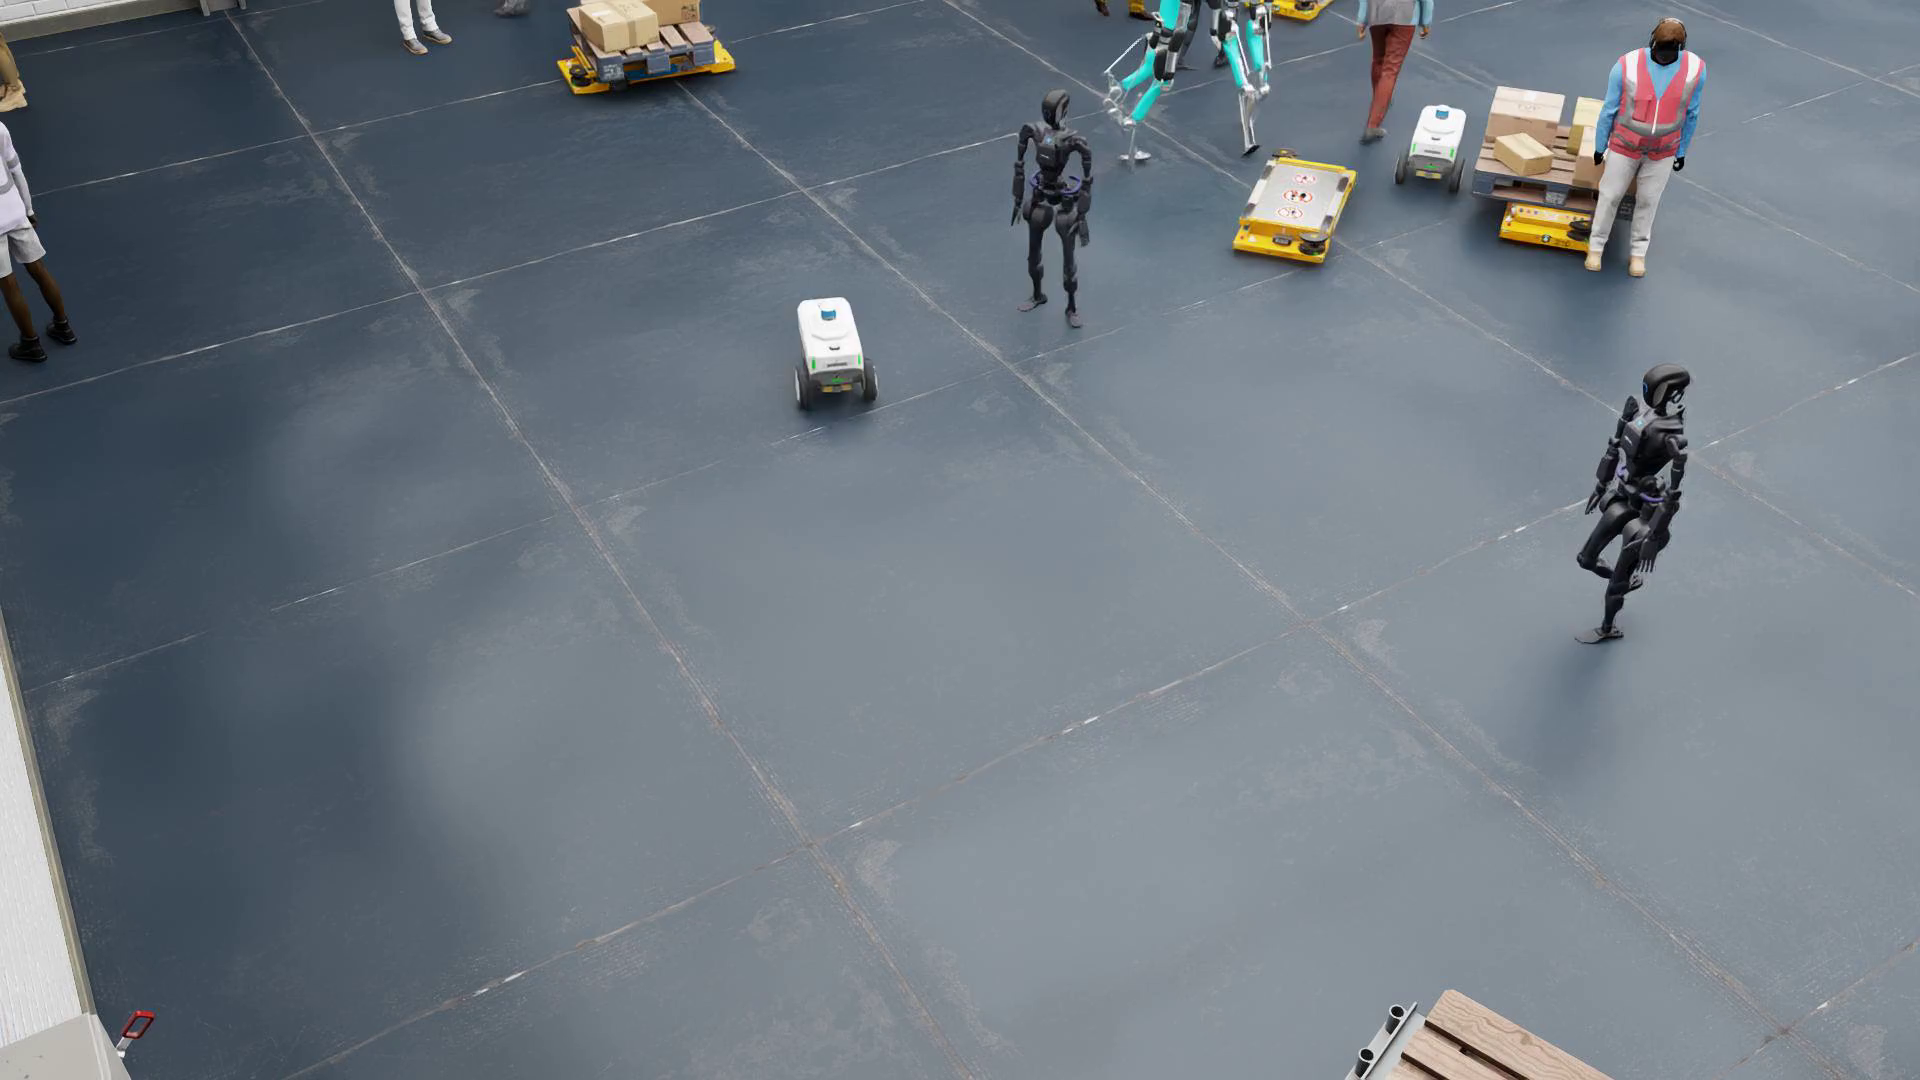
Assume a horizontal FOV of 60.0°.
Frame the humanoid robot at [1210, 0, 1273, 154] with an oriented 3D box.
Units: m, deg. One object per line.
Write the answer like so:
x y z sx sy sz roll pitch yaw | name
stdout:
2.282 -3.930 13.140 0.559 1.865 0.837 -8 39 -10 | humanoid robot

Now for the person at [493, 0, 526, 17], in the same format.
-4.308 -5.727 15.271 0.481 1.809 0.605 -7 39 -9 | person

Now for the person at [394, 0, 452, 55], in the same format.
-4.875 -5.260 14.632 0.356 1.882 0.572 22 43 25 | person

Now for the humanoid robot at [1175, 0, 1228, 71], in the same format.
2.152 -4.873 14.328 0.636 1.634 0.600 -20 43 -24 | humanoid robot

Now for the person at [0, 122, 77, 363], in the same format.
-6.110 -2.027 10.508 0.354 1.938 0.542 19 42 23 | person

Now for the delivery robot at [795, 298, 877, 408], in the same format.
-0.823 -1.217 10.597 0.499 0.595 0.781 -7 39 -9 | delivery robot

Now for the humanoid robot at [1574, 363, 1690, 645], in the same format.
3.432 -0.159 8.364 0.419 1.646 0.590 -9 39 -12 | humanoid robot

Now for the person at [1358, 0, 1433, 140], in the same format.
3.480 -4.185 13.318 0.544 1.829 0.918 21 43 24 | person

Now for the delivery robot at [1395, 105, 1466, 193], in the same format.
3.705 -3.067 12.947 0.499 0.614 0.815 13 40 15 | delivery robot

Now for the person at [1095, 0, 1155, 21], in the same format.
1.595 -5.594 15.165 0.549 1.727 0.548 21 43 24 | person

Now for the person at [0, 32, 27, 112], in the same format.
-8.121 -4.444 13.699 0.366 1.762 0.522 -17 41 -20 | person

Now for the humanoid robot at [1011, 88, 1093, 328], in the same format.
0.612 -2.206 10.945 0.584 1.640 0.355 17 42 20 | humanoid robot

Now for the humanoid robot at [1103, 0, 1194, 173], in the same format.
1.393 -3.604 12.749 0.750 1.897 0.548 -5 39 -6 | humanoid robot

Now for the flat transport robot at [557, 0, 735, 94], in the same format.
-2.765 -4.222 14.619 1.431 0.231 0.659 -15 41 -18 | flat transport robot

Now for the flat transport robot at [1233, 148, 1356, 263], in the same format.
2.527 -2.515 12.465 0.659 0.231 1.431 13 40 16 | flat transport robot

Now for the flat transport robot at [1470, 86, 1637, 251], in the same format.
4.516 -2.626 12.606 0.659 0.231 1.431 13 40 16 | flat transport robot

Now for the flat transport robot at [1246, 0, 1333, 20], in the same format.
3.379 -5.391 16.094 0.659 0.231 1.431 22 44 26 | flat transport robot

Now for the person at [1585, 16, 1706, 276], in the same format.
4.684 -2.703 11.449 0.633 1.830 0.430 7 39 9 | person
